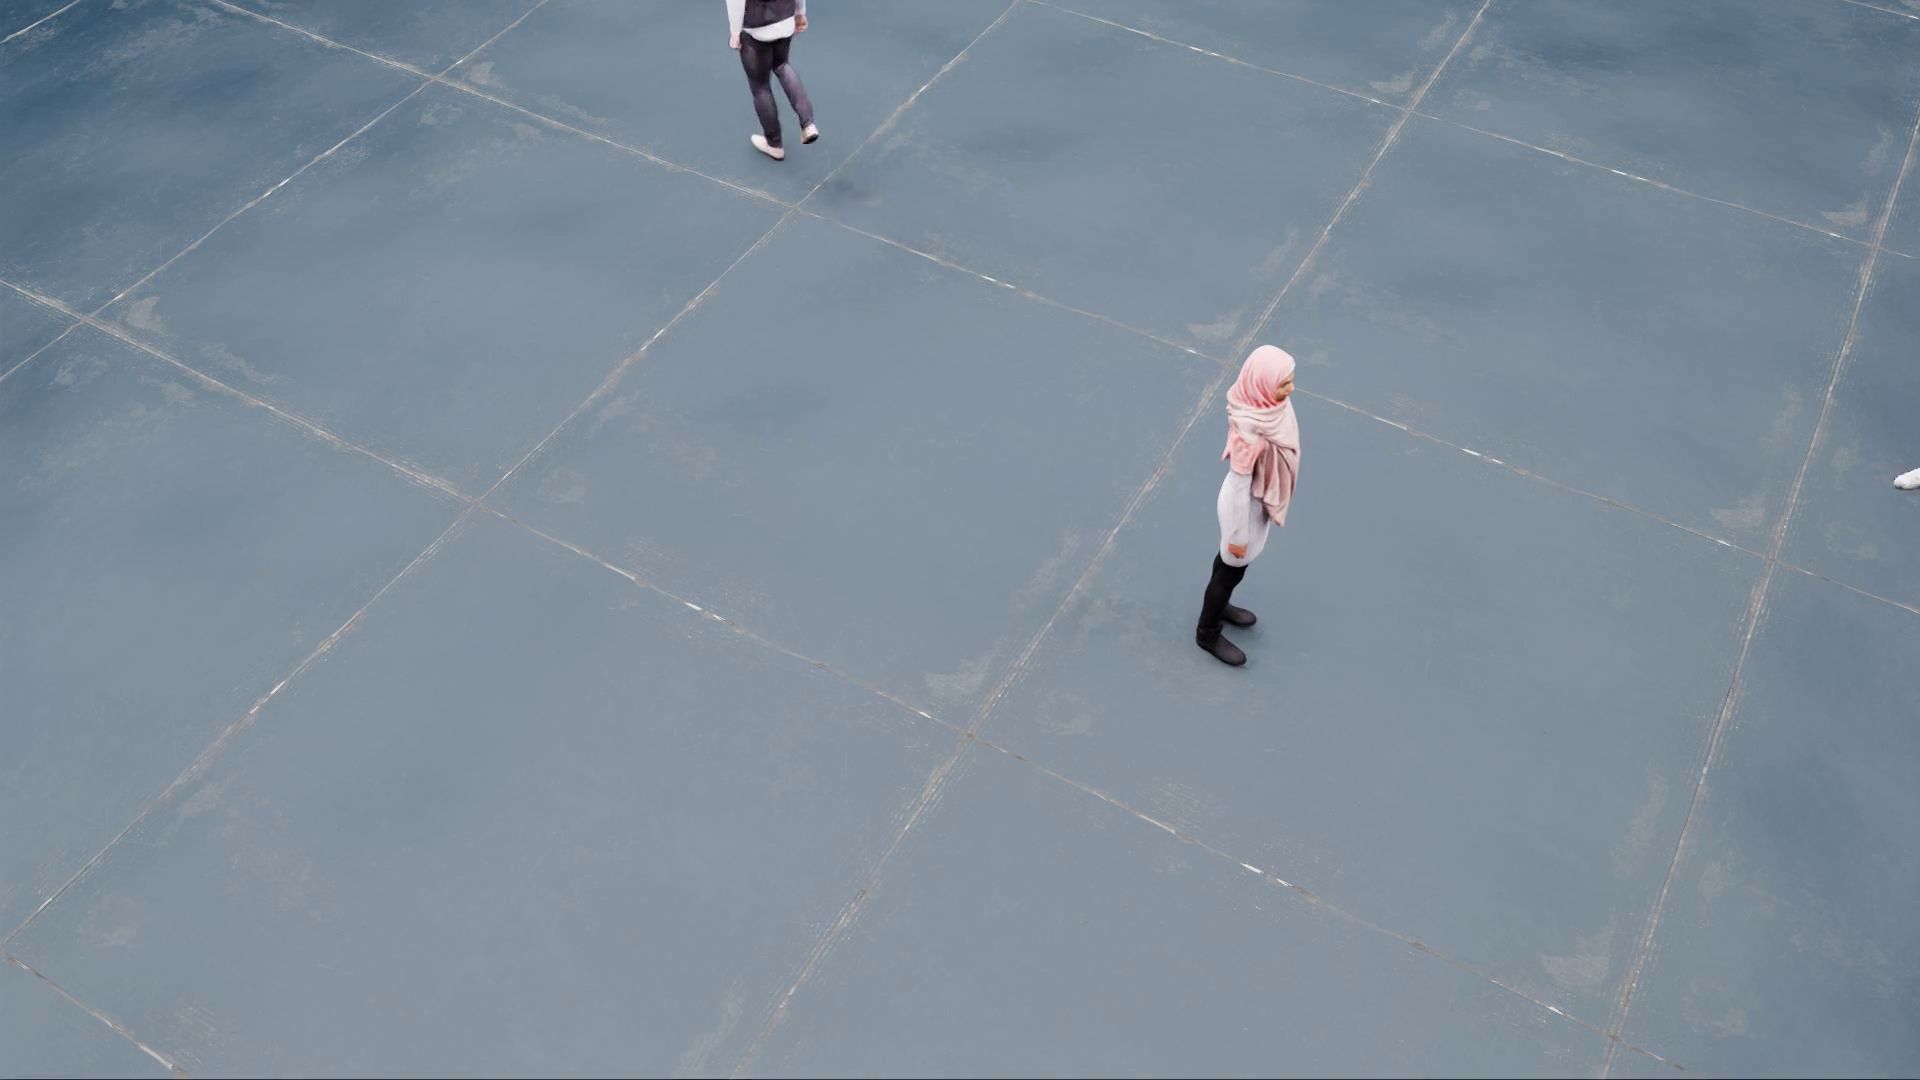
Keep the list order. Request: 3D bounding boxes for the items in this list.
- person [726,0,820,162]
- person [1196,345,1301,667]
[{"bbox_3d":[-1.136,-3.103,10.202,0.798,1.812,0.873,-36,57,-29],"label":"person"},{"bbox_3d":[1.286,-0.161,7.489,0.643,1.803,0.677,14,49,13],"label":"person"}]
